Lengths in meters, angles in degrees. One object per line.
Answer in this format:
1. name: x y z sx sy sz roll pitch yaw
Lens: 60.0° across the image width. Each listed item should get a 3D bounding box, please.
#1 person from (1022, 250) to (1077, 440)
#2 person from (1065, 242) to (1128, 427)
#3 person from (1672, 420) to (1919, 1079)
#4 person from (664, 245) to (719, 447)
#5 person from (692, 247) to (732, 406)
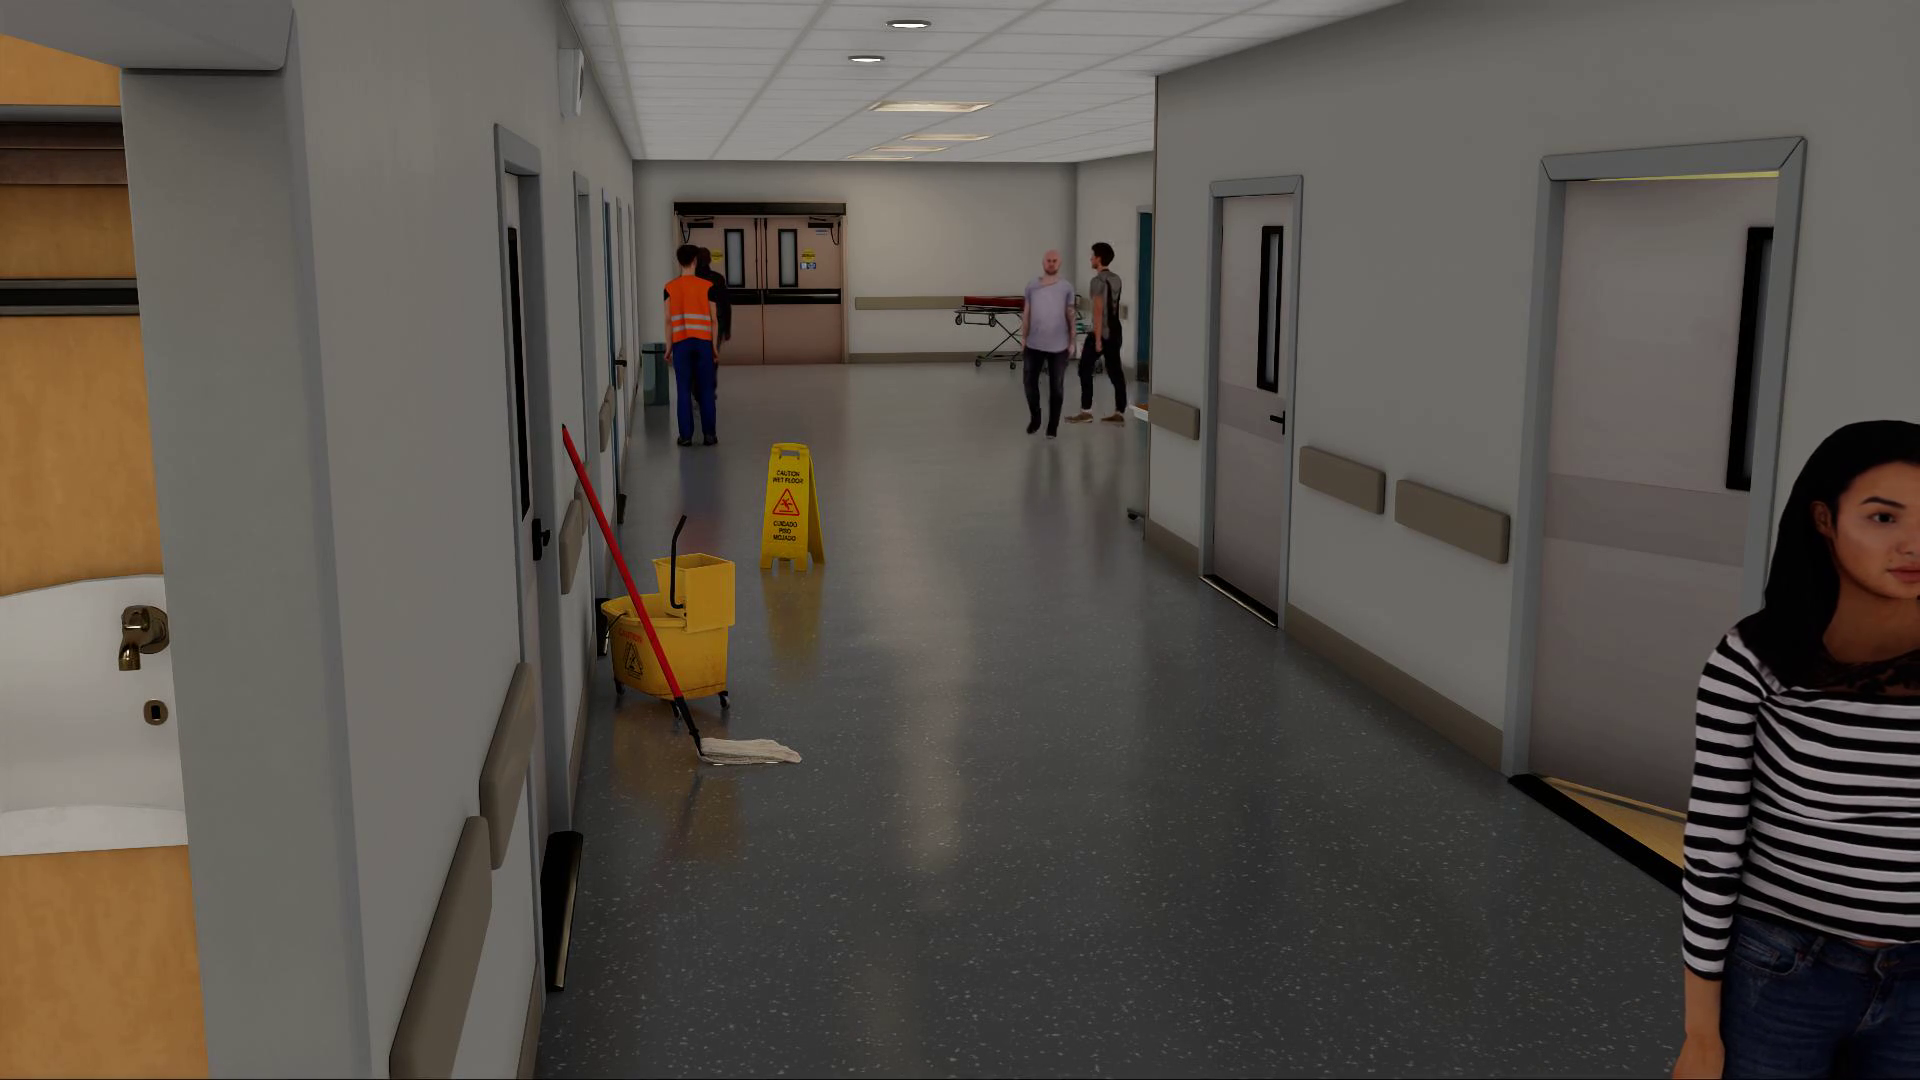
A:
1. person: 0.875 -1.919 16.281 0.784 1.829 0.753 2 11 11
2. person: 1.578 -2.100 17.122 0.986 1.872 0.925 8 13 36
3. person: 1.273 0.711 2.466 0.603 1.797 0.512 0 11 -2
4. person: -2.529 -1.836 15.707 0.656 1.881 0.600 -2 11 -11
5. person: -2.858 -2.354 18.646 0.761 1.801 1.053 -1 11 -5
